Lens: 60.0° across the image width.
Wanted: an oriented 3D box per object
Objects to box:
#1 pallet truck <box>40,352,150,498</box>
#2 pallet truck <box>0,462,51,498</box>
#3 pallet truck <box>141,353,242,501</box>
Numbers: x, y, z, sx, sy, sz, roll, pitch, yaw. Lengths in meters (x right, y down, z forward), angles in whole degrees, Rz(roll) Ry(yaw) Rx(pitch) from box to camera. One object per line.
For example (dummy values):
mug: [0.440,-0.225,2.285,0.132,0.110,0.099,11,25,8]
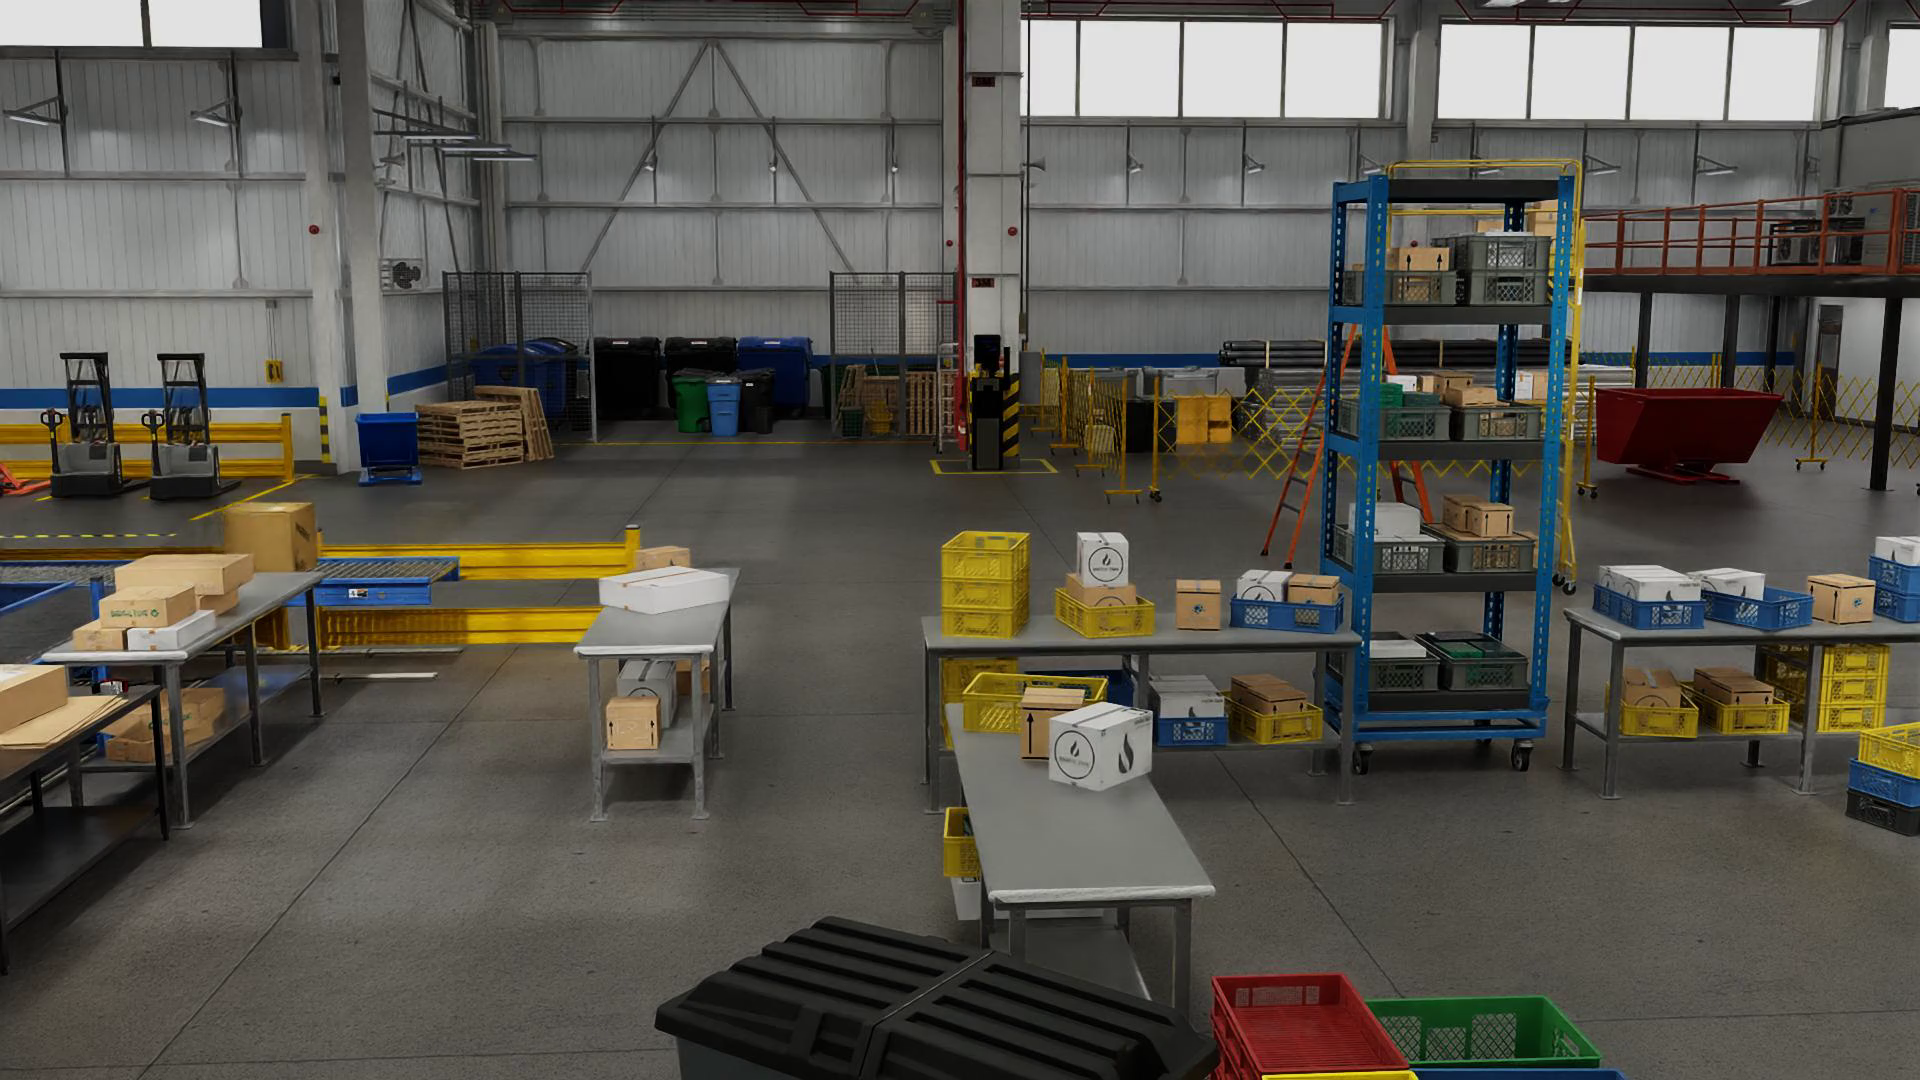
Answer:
pallet truck: [-11.907,-1.642,23.165,0.823,1.965,1.885,0,9,0]
pallet truck: [-13.193,-1.293,23.148,0.653,1.274,1.630,-1,9,-4]
pallet truck: [-10.520,-1.604,22.925,0.823,1.965,1.885,-1,9,-6]
